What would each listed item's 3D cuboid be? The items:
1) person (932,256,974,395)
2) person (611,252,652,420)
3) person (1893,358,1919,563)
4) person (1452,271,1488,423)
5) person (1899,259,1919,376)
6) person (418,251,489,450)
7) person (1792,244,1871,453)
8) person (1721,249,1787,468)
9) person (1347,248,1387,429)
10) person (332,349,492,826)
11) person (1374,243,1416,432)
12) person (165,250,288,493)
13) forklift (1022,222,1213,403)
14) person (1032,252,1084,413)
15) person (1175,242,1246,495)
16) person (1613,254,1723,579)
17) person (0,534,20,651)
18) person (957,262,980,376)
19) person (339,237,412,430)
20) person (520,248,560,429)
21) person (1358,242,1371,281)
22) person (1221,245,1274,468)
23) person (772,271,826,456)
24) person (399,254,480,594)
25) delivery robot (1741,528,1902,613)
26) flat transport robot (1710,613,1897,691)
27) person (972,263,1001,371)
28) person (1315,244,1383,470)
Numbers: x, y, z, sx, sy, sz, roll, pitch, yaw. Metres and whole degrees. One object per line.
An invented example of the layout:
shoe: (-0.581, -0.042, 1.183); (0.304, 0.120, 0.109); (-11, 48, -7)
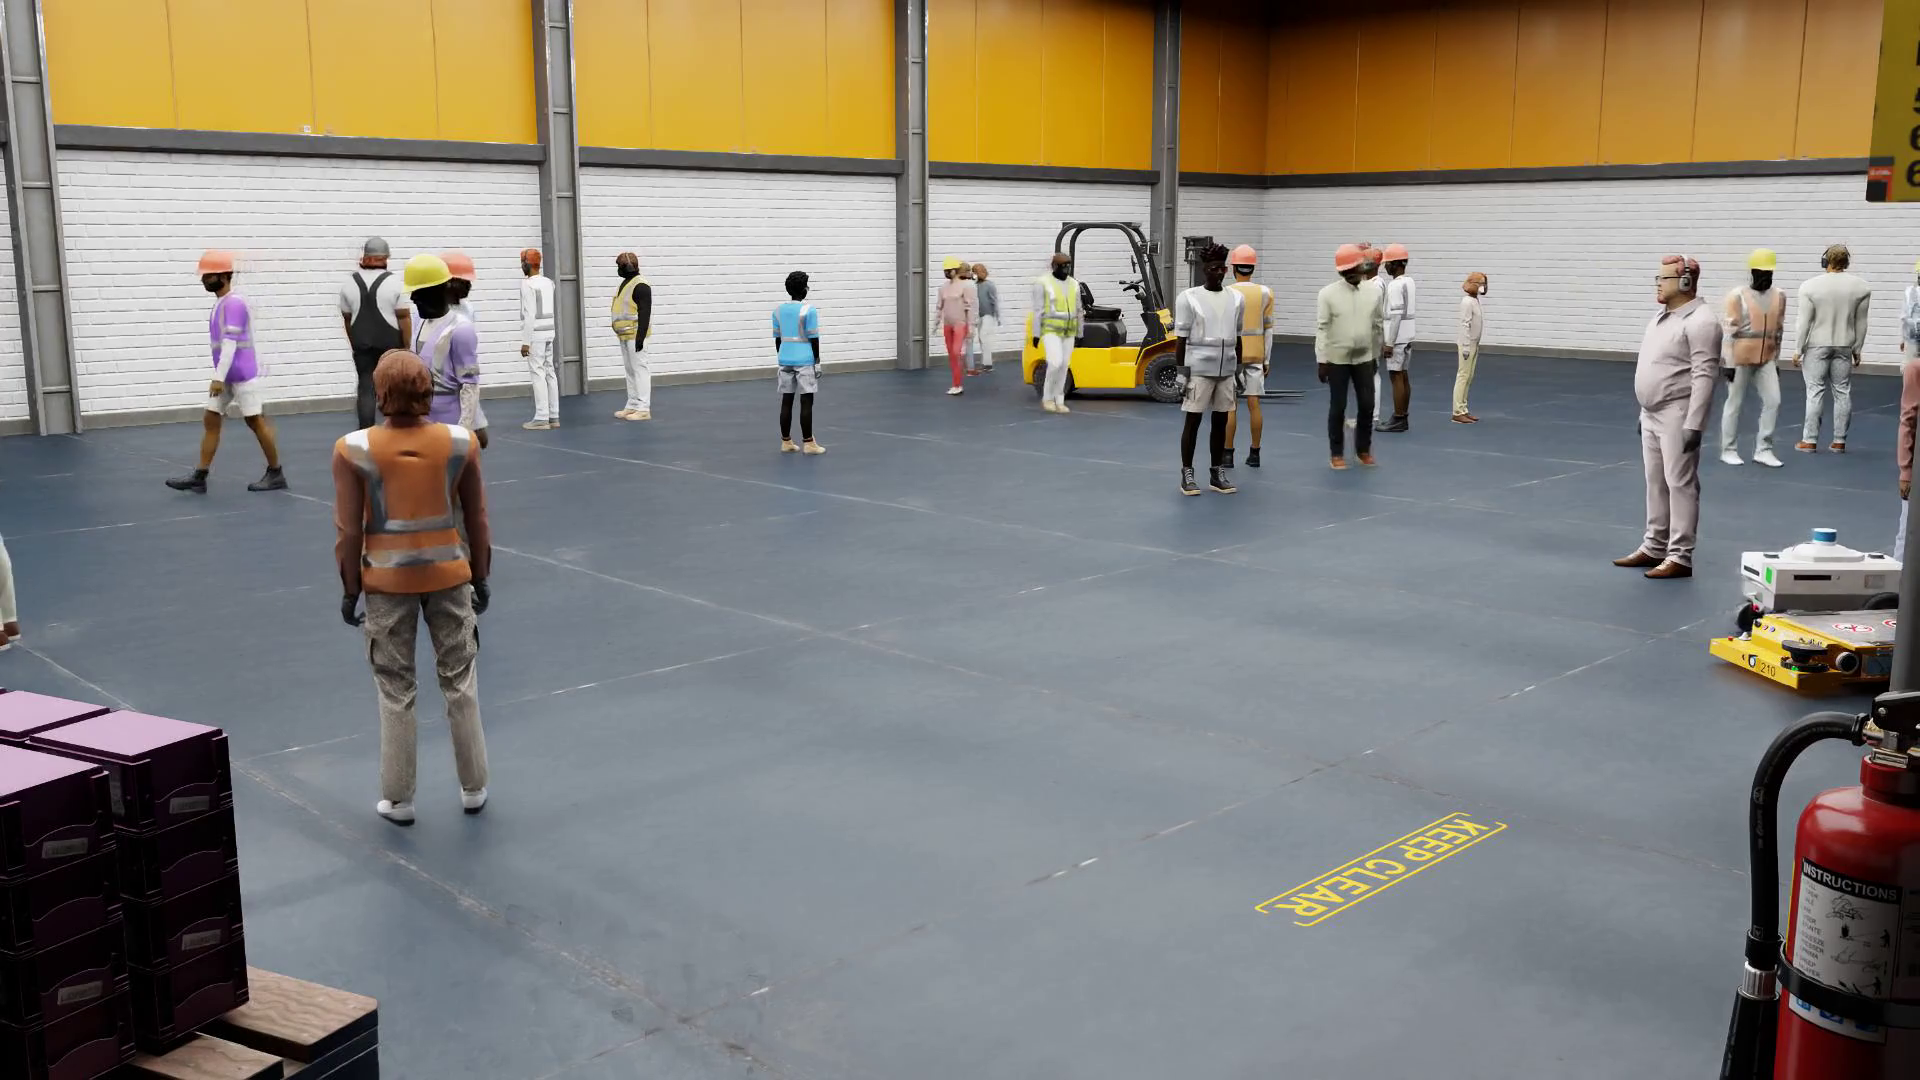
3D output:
person: (-0.142, -2.699, 21.022); (0.554, 1.747, 0.592); (8, 13, 38)
person: (-3.613, -2.237, 18.308); (0.429, 1.837, 0.621); (-6, 12, -30)
person: (4.815, -0.331, 8.101); (0.522, 1.769, 0.312); (-1, 10, -7)
person: (5.538, -2.086, 18.028); (0.278, 1.632, 0.507); (6, 12, 29)
person: (10.784, -2.268, 18.545); (0.541, 1.815, 0.592); (-6, 12, -31)
person: (-3.516, -1.052, 11.605); (0.425, 1.914, 0.598); (3, 11, 16)
person: (8.081, -1.771, 15.480); (0.629, 1.940, 0.376); (1, 10, 8)
person: (6.947, -1.571, 14.492); (0.613, 1.898, 0.731); (-2, 11, -10)
person: (4.283, -2.098, 17.414); (0.353, 1.883, 0.577); (2, 11, 9)
person: (-1.873, 0.166, 5.738); (0.523, 1.638, 0.310); (-6, 12, -29)
person: (4.484, -2.075, 17.143); (0.381, 1.937, 0.547); (6, 12, 31)
person: (-5.781, -1.292, 12.985); (0.958, 1.895, 0.564); (-9, 14, -39)
forklift: (1.935, -2.847, 20.651); (2.313, 2.155, 1.214); (2, 11, 13)
person: (1.129, -2.344, 18.901); (0.651, 1.825, 0.454); (-7, 12, -33)
person: (1.961, -1.331, 13.004); (0.614, 1.963, 0.361); (-4, 11, -21)
person: (4.203, -0.727, 9.872); (0.401, 1.910, 0.641); (-1, 10, -3)
person: (-4.855, -0.378, 8.084); (0.314, 1.871, 0.532); (-1, 10, -7)
person: (0.061, -3.187, 24.034); (0.498, 1.634, 0.281); (6, 12, 29)
person: (-5.479, -1.898, 15.895); (0.702, 2.000, 0.897); (1, 10, 7)
person: (-4.425, -2.102, 17.432); (0.337, 1.882, 0.584); (2, 11, 13)
person: (6.457, -3.806, 26.651); (0.409, 1.913, 0.639); (-4, 11, -21)
person: (2.447, -1.590, 14.498); (0.545, 1.938, 0.358); (-2, 11, -10)
person: (-1.490, -1.626, 15.354); (0.532, 1.696, 0.319); (7, 13, 34)
person: (-2.910, -0.634, 9.342); (0.381, 1.917, 0.585); (-10, 14, -42)
delivery robot: (4.317, 0.185, 8.336); (0.707, 0.478, 0.477); (0, 10, 2)
flat transport robot: (4.323, 0.491, 7.694); (1.431, 0.197, 0.652); (-2, 10, -9)
person: (0.310, -3.283, 24.623); (0.649, 1.602, 0.565); (-10, 14, -43)
person: (3.330, -1.557, 14.279); (0.641, 1.948, 0.555); (-1, 10, -8)
